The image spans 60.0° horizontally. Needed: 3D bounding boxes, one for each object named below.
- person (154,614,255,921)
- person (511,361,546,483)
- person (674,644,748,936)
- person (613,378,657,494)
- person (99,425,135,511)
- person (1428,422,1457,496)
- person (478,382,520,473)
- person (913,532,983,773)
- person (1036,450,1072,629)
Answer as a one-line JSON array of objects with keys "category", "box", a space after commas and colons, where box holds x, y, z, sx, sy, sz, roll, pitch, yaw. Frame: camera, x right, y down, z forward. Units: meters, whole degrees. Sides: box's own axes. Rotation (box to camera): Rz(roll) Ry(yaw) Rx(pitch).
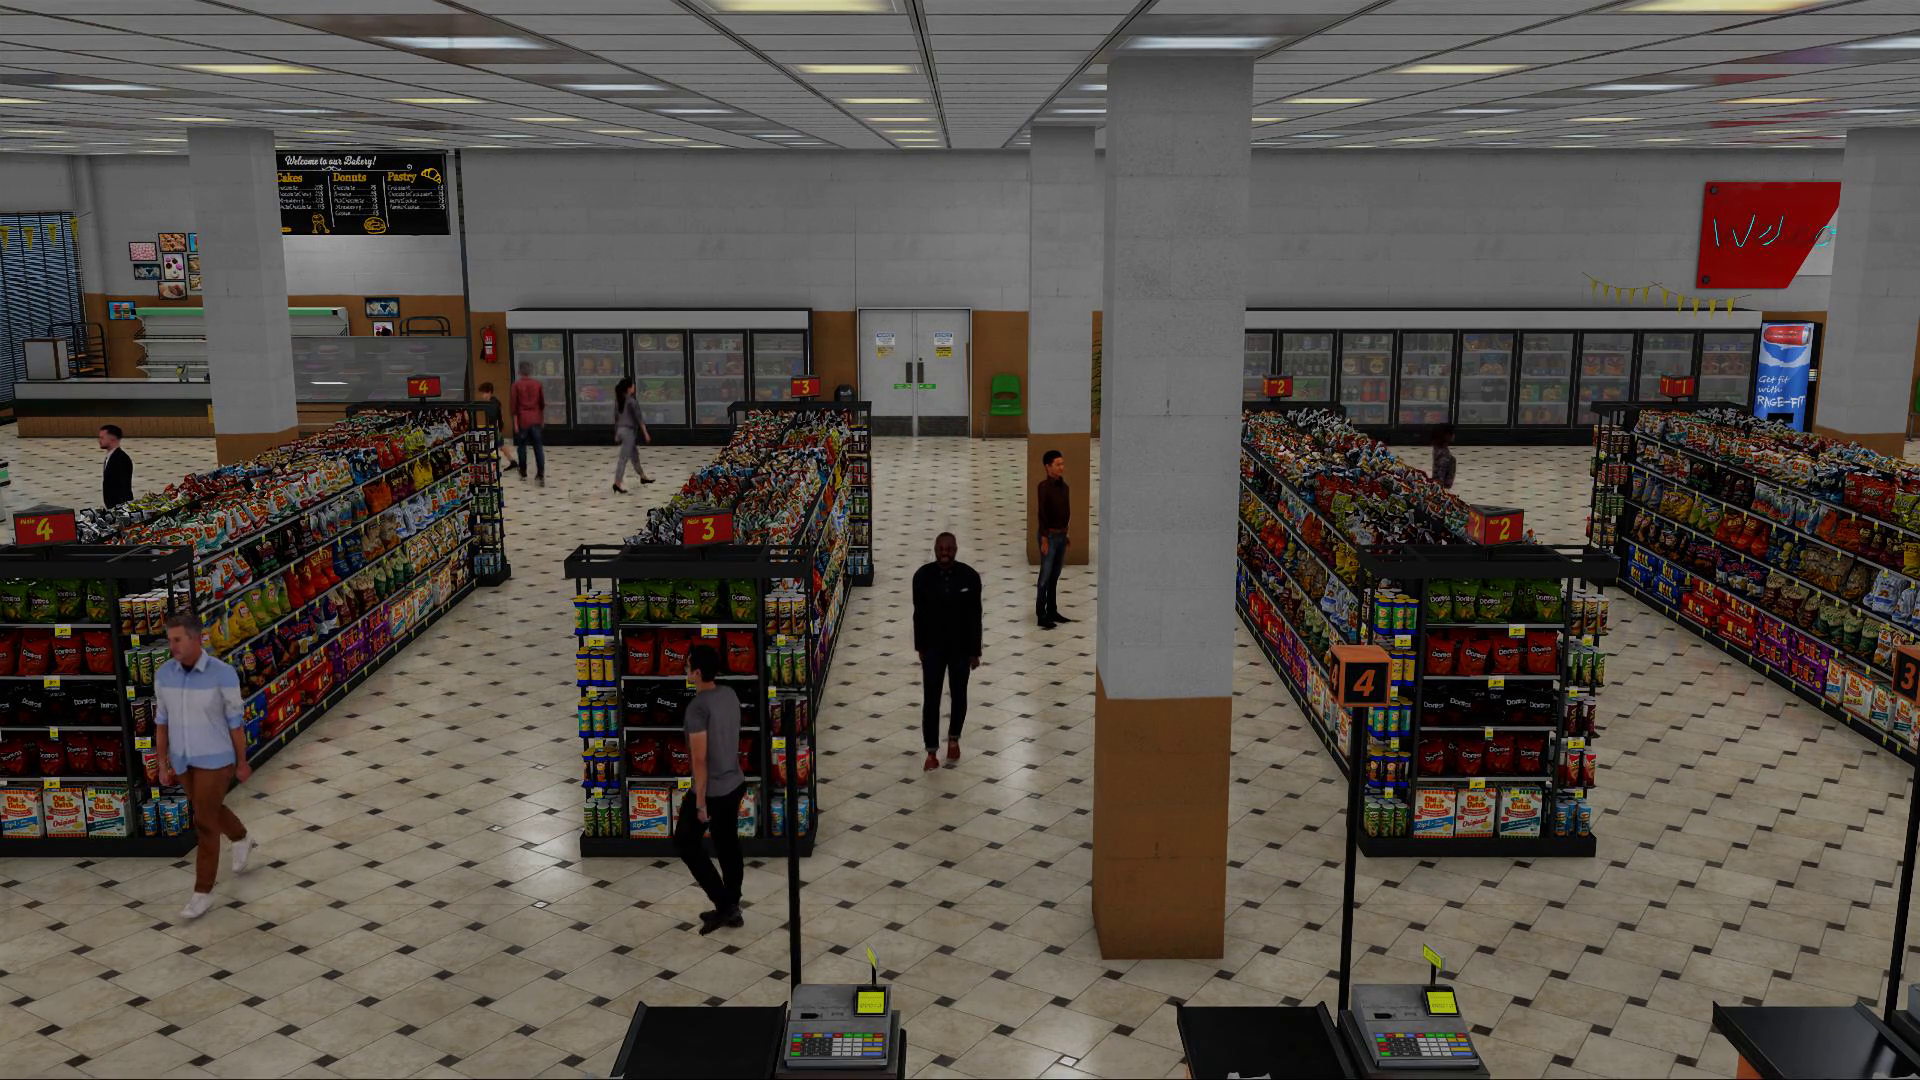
[{"category": "person", "box": [-4.633, 1.327, 10.264, 0.815, 1.784, 1.218, 2, 12, 9]}, {"category": "person", "box": [-6.392, -1.722, 24.753, 1.084, 1.780, 1.347, -6, 13, -27]}, {"category": "person", "box": [-1.361, 1.463, 9.715, 0.813, 1.743, 0.730, 5, 13, 24]}, {"category": "person", "box": [-4.840, -1.458, 23.857, 1.113, 1.632, 1.049, -11, 16, -43]}, {"category": "person", "box": [-9.116, -0.350, 18.083, 0.803, 1.843, 0.700, -8, 14, -34]}, {"category": "person", "box": [5.417, -0.482, 19.141, 0.669, 1.667, 1.080, -1, 12, -3]}, {"category": "person", "box": [-7.095, -1.707, 25.581, 0.771, 1.410, 0.960, -4, 12, -17]}, {"category": "person", "box": [-0.078, 0.819, 12.662, 0.714, 1.790, 0.974, 1, 12, 2]}, {"category": "person", "box": [0.918, -0.024, 16.685, 0.778, 1.782, 0.671, 8, 14, 35]}]
